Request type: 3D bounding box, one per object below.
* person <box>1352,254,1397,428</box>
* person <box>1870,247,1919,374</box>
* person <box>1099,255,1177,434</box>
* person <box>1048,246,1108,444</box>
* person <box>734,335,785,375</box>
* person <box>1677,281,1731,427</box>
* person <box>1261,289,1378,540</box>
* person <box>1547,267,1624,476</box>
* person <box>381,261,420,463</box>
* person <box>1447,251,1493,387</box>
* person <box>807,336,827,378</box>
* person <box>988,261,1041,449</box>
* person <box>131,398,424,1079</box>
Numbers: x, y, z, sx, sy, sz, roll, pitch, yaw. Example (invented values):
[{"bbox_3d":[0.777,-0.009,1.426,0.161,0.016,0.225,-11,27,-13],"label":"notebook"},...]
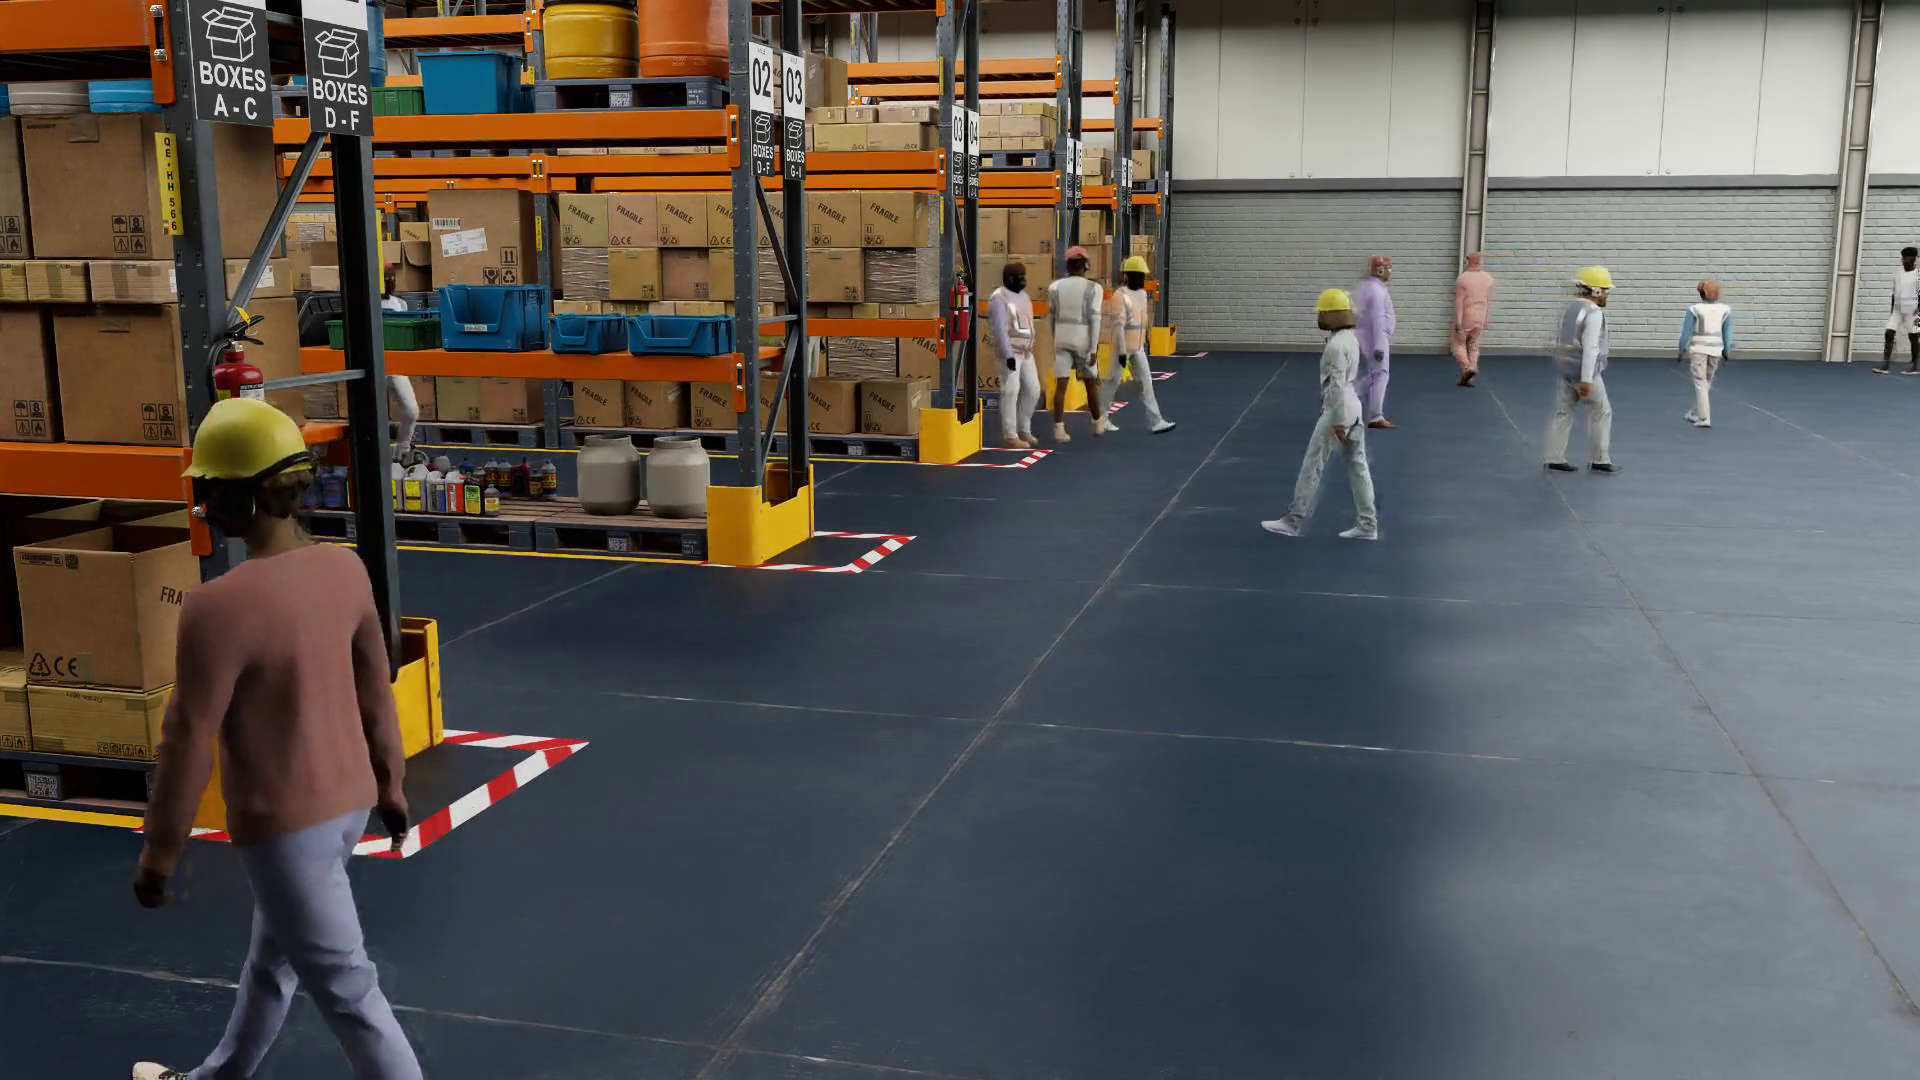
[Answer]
[{"bbox_3d":[4.468,-2.150,18.070,0.544,1.886,0.660,0,10,2],"label":"person"},{"bbox_3d":[14.299,-3.468,25.249,0.883,1.927,0.633,-4,11,-23],"label":"person"},{"bbox_3d":[1.828,-2.053,17.566,1.014,1.873,0.607,9,13,40],"label":"person"},{"bbox_3d":[1.186,-1.993,16.956,0.609,1.973,0.998,4,11,22],"label":"person"},{"bbox_3d":[-2.112,-1.986,17.439,0.954,1.800,0.634,4,11,20],"label":"person"},{"bbox_3d":[8.192,-2.056,18.365,0.536,1.596,0.784,-1,10,-6],"label":"person"},{"bbox_3d":[2.494,-0.849,11.379,0.847,1.709,0.505,5,12,28],"label":"person"},{"bbox_3d":[5.503,-1.459,14.459,0.737,1.799,0.615,-1,10,-6],"label":"person"},{"bbox_3d":[-4.856,-1.420,14.098,0.524,1.868,0.587,7,12,33],"label":"person"},{"bbox_3d":[7.082,-3.064,23.130,0.646,1.892,0.448,-4,11,-22],"label":"person"},{"bbox_3d":[-1.674,-2.282,18.876,0.331,1.865,0.519,4,11,22],"label":"person"},{"bbox_3d":[0.545,-1.814,16.359,0.460,1.829,0.654,7,12,35],"label":"person"},{"bbox_3d":[-1.461,0.568,3.483,0.932,1.717,0.545,2,10,13],"label":"person"}]
